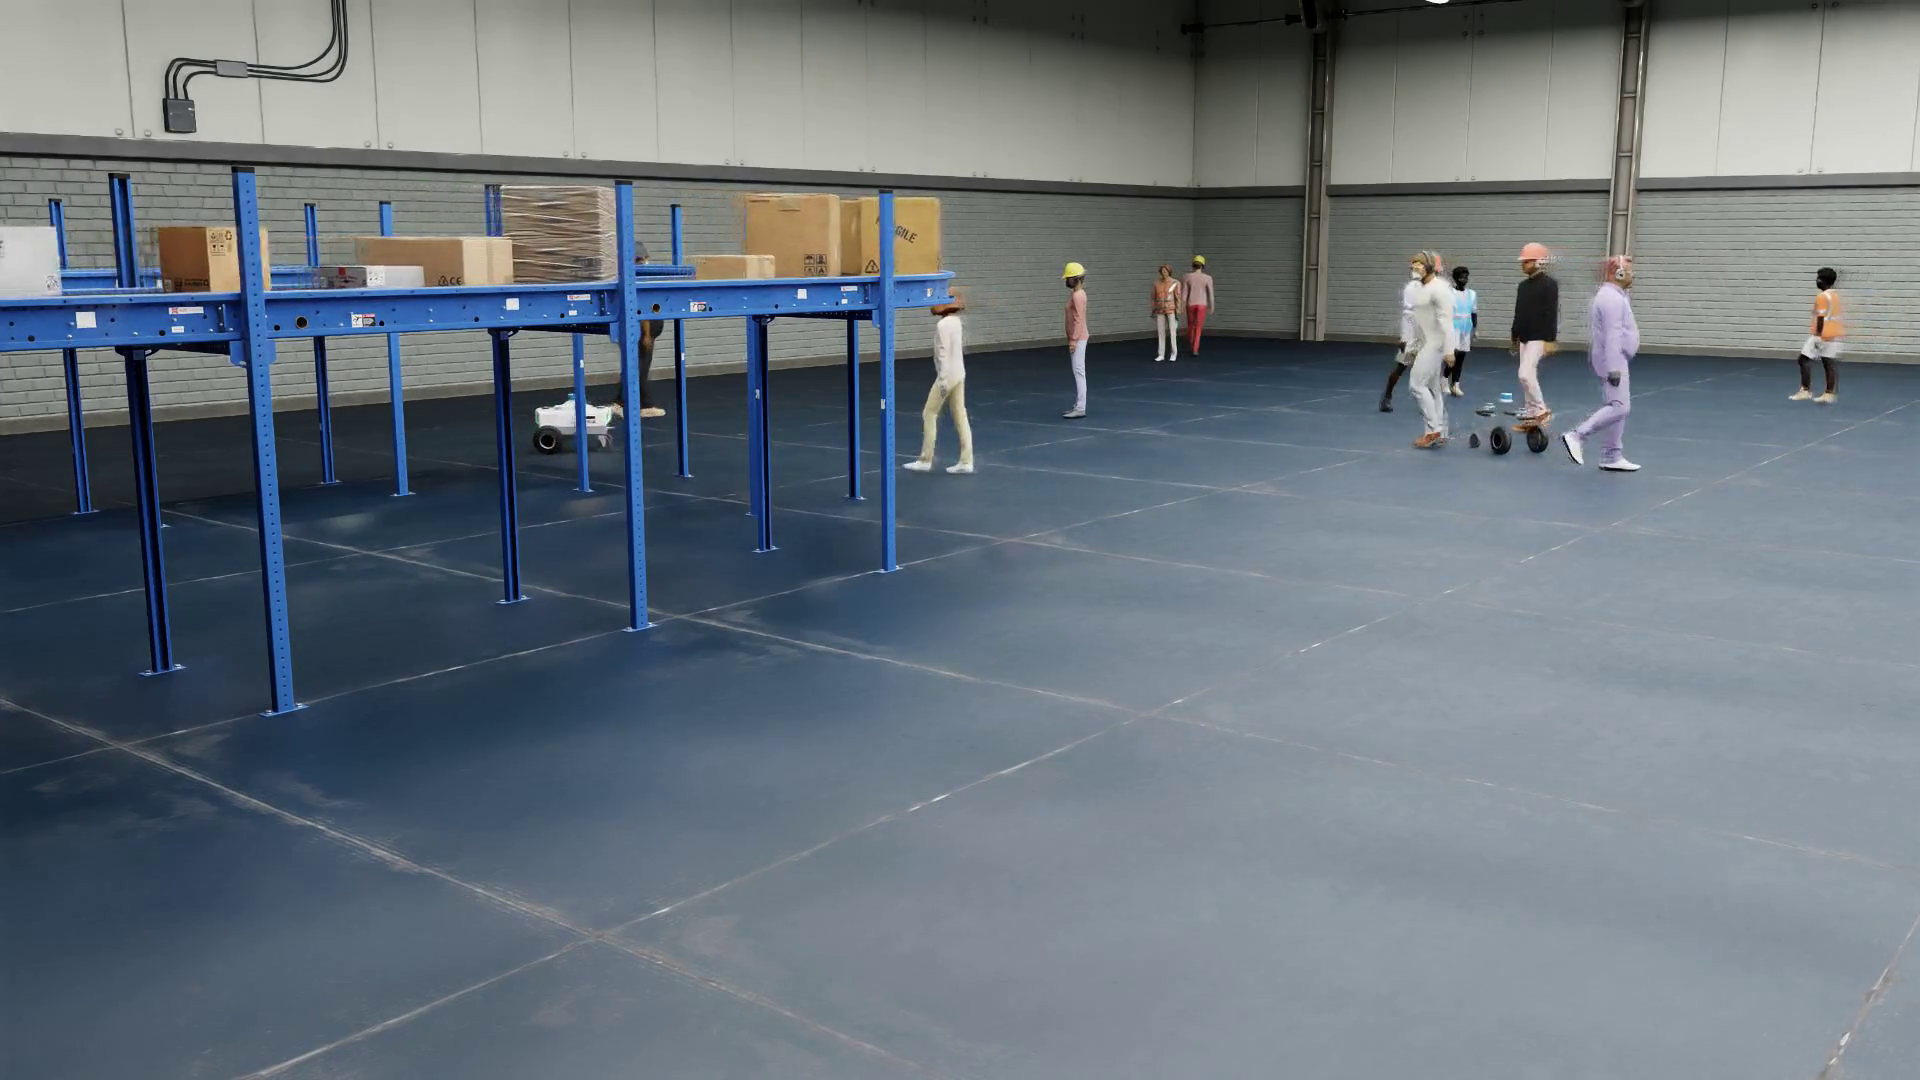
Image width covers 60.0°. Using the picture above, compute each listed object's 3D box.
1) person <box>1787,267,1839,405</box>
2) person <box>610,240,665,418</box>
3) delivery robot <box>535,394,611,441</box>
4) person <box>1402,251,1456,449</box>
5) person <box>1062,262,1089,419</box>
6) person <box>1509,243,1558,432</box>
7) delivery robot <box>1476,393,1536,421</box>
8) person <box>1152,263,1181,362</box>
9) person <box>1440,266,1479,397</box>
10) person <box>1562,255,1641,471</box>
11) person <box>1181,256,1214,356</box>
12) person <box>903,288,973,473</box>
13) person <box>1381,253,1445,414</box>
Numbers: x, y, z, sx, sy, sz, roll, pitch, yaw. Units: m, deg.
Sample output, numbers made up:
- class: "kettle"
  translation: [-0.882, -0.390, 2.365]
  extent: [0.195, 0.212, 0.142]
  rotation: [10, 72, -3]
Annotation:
- class: "person"
  translation: [10.586, -2.524, 20.581]
  extent: [0.549, 1.670, 0.632]
  rotation: [-10, 14, -44]
- class: "person"
  translation: [-3.691, -2.384, 18.924]
  extent: [0.659, 2.000, 0.694]
  rotation: [-6, 12, -30]
- class: "delivery robot"
  translation: [-3.724, -1.167, 16.042]
  extent: [0.707, 0.478, 0.477]
  rotation: [-2, 10, -9]
- class: "person"
  translation: [4.544, -1.847, 16.211]
  extent: [0.526, 1.914, 0.638]
  rotation: [0, 10, 0]
- class: "person"
  translation: [1.314, -2.279, 18.996]
  extent: [0.313, 1.767, 0.523]
  rotation: [1, 10, 5]
- class: "person"
  translation: [5.988, -2.114, 17.464]
  extent: [0.437, 1.978, 0.657]
  rotation: [-2, 10, -13]
- class: "delivery robot"
  translation: [5.282, -1.303, 16.073]
  extent: [0.335, 0.223, 0.698]
  rotation: [-3, 11, -18]
- class: "person"
  translation: [3.435, -3.794, 27.770]
  extent: [0.519, 1.630, 0.345]
  rotation: [6, 12, 31]
- class: "person"
  translation: [6.464, -2.700, 21.562]
  extent: [0.535, 1.684, 0.374]
  rotation: [-4, 11, -19]
- class: "person"
  translation: [5.677, -1.539, 14.541]
  extent: [0.569, 1.888, 0.670]
  rotation: [4, 11, 22]
- class: "person"
  translation: [4.192, -4.111, 29.220]
  extent: [0.555, 1.724, 0.854]
  rotation: [3, 11, 19]
- class: "person"
  translation: [-0.195, -1.383, 14.442]
  extent: [0.714, 1.604, 0.534]
  rotation: [3, 11, 18]
- class: "person"
  translation: [5.304, -2.421, 19.517]
  extent: [0.564, 1.885, 0.848]
  rotation: [-6, 12, -31]
